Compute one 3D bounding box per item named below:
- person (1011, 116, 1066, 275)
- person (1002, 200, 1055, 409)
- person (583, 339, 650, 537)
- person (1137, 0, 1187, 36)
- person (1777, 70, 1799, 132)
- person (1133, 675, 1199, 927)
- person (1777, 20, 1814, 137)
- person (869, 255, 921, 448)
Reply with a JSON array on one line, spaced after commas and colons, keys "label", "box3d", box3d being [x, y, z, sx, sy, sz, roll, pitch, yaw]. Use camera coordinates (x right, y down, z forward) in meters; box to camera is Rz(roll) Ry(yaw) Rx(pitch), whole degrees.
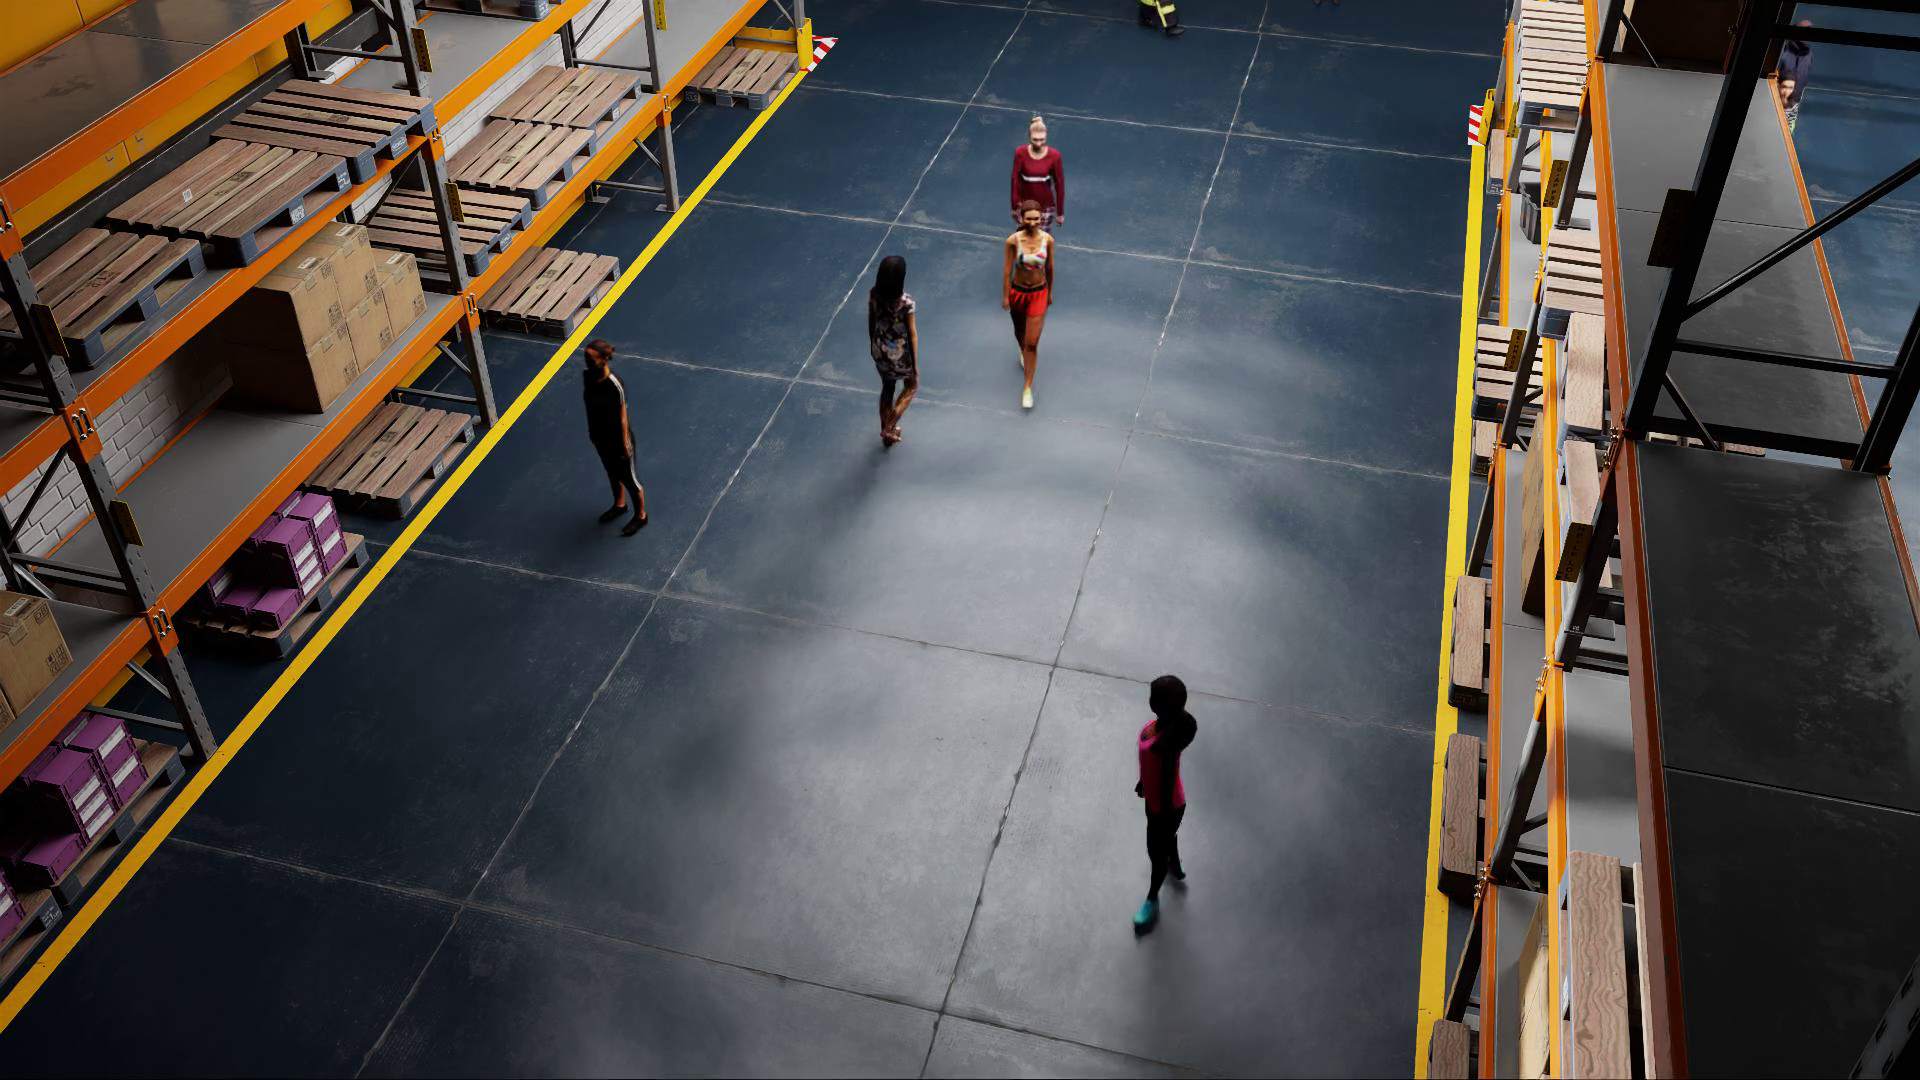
[{"label": "person", "box3d": [0.697, -3.150, 15.445, 0.721, 1.696, 0.723, -1, 39, -2]}, {"label": "person", "box3d": [0.567, -2.087, 14.068, 0.780, 1.756, 1.203, 0, 39, 0]}, {"label": "person", "box3d": [-2.615, -0.809, 12.537, 0.651, 1.668, 0.649, 29, 47, 31]}, {"label": "person", "box3d": [2.380, -7.145, 20.342, 1.118, 1.829, 1.155, 29, 47, 31]}, {"label": "person", "box3d": [7.709, -3.743, 16.118, 0.684, 1.784, 0.864, 2, 39, 3]}, {"label": "person", "box3d": [1.182, 1.532, 9.579, 0.859, 1.700, 0.654, -9, 39, -11]}, {"label": "person", "box3d": [8.247, -4.443, 16.988, 1.118, 1.792, 1.323, -9, 40, -11]}, {"label": "person", "box3d": [-0.569, -1.444, 13.287, 0.705, 1.725, 0.719, 19, 42, 22]}]
